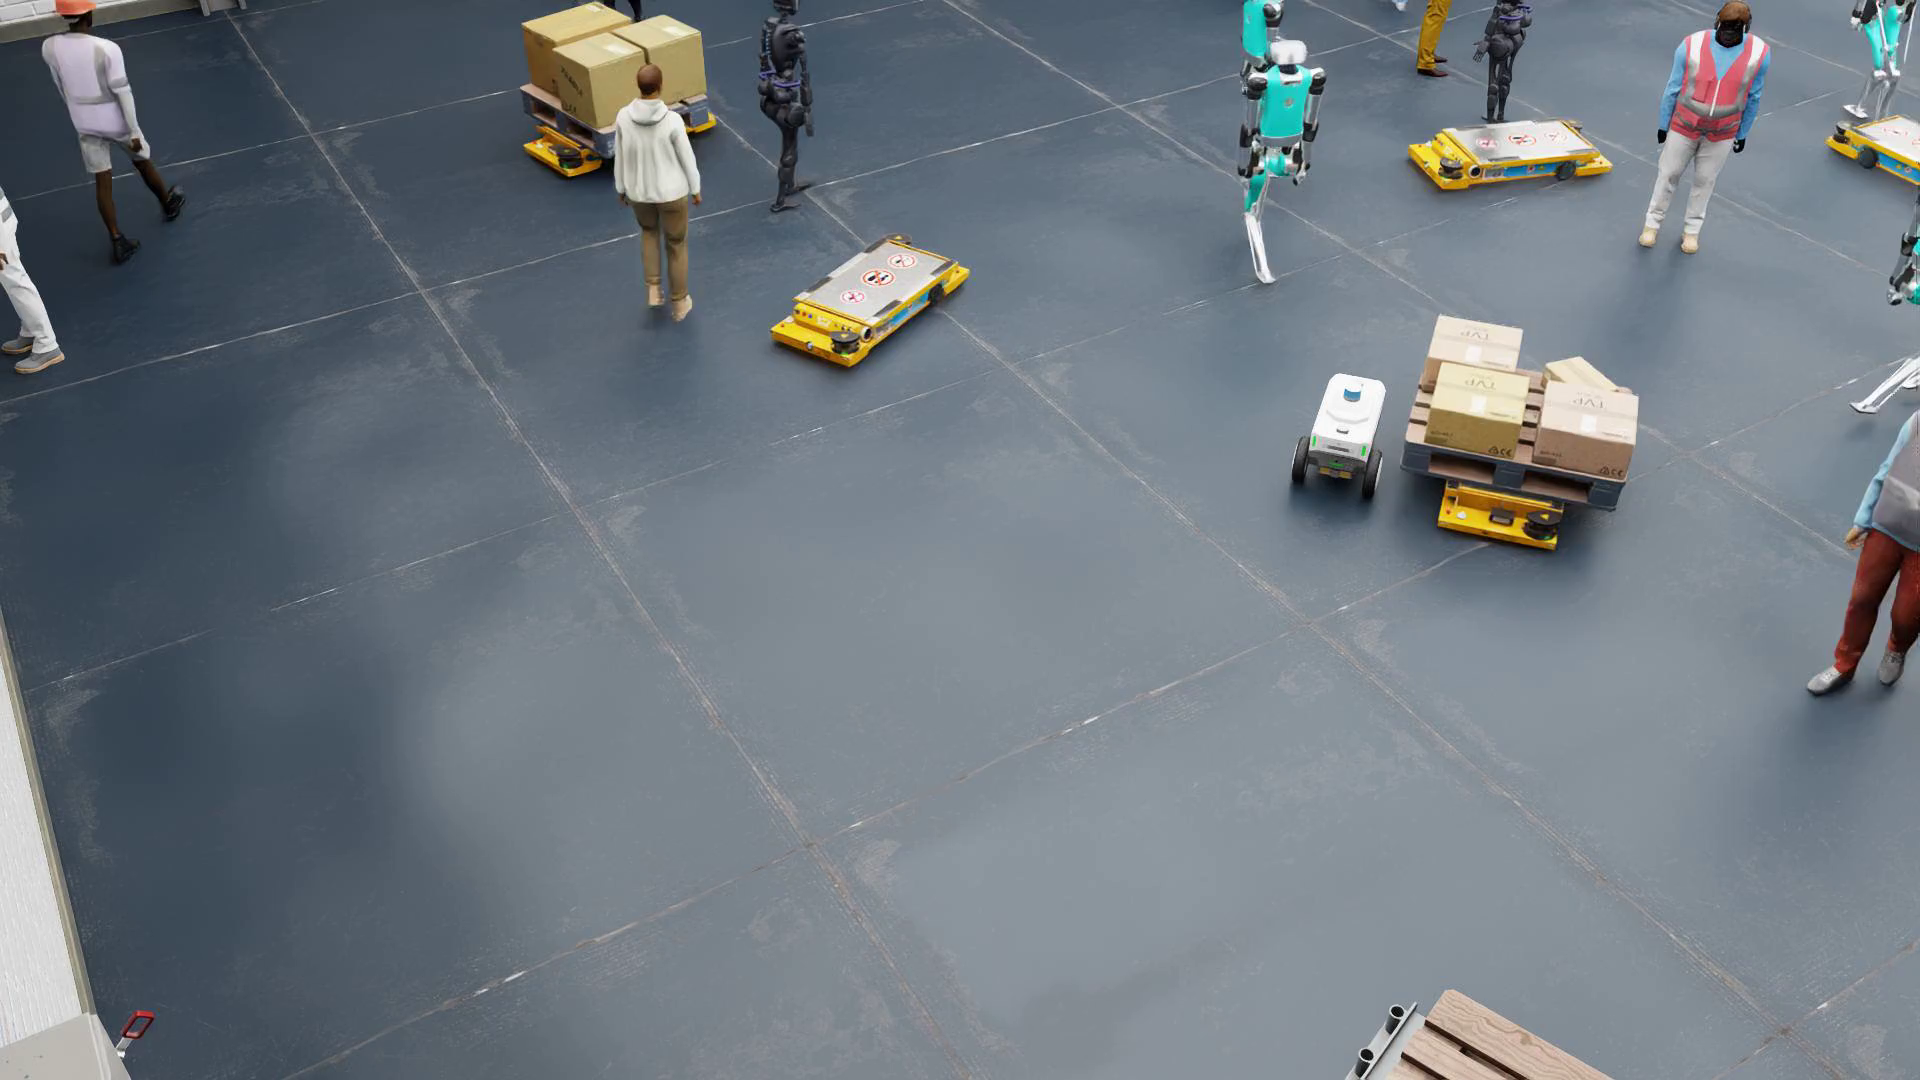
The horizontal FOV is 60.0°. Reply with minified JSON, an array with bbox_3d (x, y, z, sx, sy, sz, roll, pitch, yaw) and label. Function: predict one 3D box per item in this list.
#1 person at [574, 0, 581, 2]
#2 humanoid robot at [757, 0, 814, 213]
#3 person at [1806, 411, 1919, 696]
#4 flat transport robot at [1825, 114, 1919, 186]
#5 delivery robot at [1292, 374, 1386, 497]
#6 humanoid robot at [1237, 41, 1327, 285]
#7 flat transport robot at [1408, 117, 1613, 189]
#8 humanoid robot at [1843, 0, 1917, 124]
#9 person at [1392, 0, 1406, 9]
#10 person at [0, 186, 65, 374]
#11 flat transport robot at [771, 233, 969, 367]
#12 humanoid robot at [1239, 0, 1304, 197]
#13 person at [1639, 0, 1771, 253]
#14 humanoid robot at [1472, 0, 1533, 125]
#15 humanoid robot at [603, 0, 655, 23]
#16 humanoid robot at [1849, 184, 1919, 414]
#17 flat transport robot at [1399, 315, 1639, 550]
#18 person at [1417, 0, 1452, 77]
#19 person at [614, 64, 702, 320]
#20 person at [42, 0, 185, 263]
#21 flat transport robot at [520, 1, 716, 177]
[{"bbox_3d":[-3.596,-5.992,15.596,0.558,1.837,0.392,-19,42,-22],"label":"person"},{"bbox_3d":[-1.312,-3.260,12.283,0.462,1.633,0.616,-28,46,-31],"label":"humanoid robot"},{"bbox_3d":[4.603,-0.003,8.009,0.546,1.861,0.574,-27,46,-30],"label":"person"},{"bbox_3d":[7.608,-2.960,13.027,0.659,0.231,1.431,-18,42,-21],"label":"flat transport robot"},{"bbox_3d":[2.290,-0.640,9.884,0.499,0.614,0.808,13,40,15],"label":"delivery robot"},{"bbox_3d":[2.113,-2.695,11.547,0.536,1.765,1.036,-6,39,-7],"label":"humanoid robot"},{"bbox_3d":[4.352,-3.054,13.146,1.431,0.231,0.659,-8,39,-10],"label":"flat transport robot"},{"bbox_3d":[7.560,-4.147,13.434,0.545,1.902,0.746,-5,39,-7],"label":"humanoid robot"},{"bbox_3d":[4.163,-5.904,15.576,0.501,1.707,0.646,-6,39,-8],"label":"person"},{"bbox_3d":[-6.101,-1.934,10.433,0.362,1.883,0.574,-23,44,-26],"label":"person"},{"bbox_3d":[-0.598,-1.663,11.390,0.659,0.231,1.431,22,44,26],"label":"flat transport robot"},{"bbox_3d":[2.391,-3.414,12.443,0.825,1.797,0.541,-11,40,-13],"label":"humanoid robot"},{"bbox_3d":[5.220,-2.895,11.691,0.628,1.836,0.432,12,40,15],"label":"person"},{"bbox_3d":[4.344,-4.061,13.271,0.315,1.657,0.599,27,46,30],"label":"humanoid robot"},{"bbox_3d":[-2.946,-4.863,14.321,0.609,1.655,0.625,3,38,3],"label":"humanoid robot"},{"bbox_3d":[5.987,-1.517,10.048,1.040,1.733,0.545,-15,41,-18],"label":"humanoid robot"},{"bbox_3d":[3.271,-0.479,9.896,0.659,0.231,1.431,13,40,15],"label":"flat transport robot"},{"bbox_3d":[4.187,-4.872,14.253,0.342,1.748,0.529,7,39,9],"label":"person"},{"bbox_3d":[-1.984,-2.271,10.958,0.554,1.749,0.447,4,39,5],"label":"person"},{"bbox_3d":[-6.032,-2.992,11.766,0.554,1.883,0.976,-1,38,-2],"label":"person"},{"bbox_3d":[-2.757,-3.333,13.498,1.431,0.231,0.659,-30,47,-33],"label":"flat transport robot"}]
